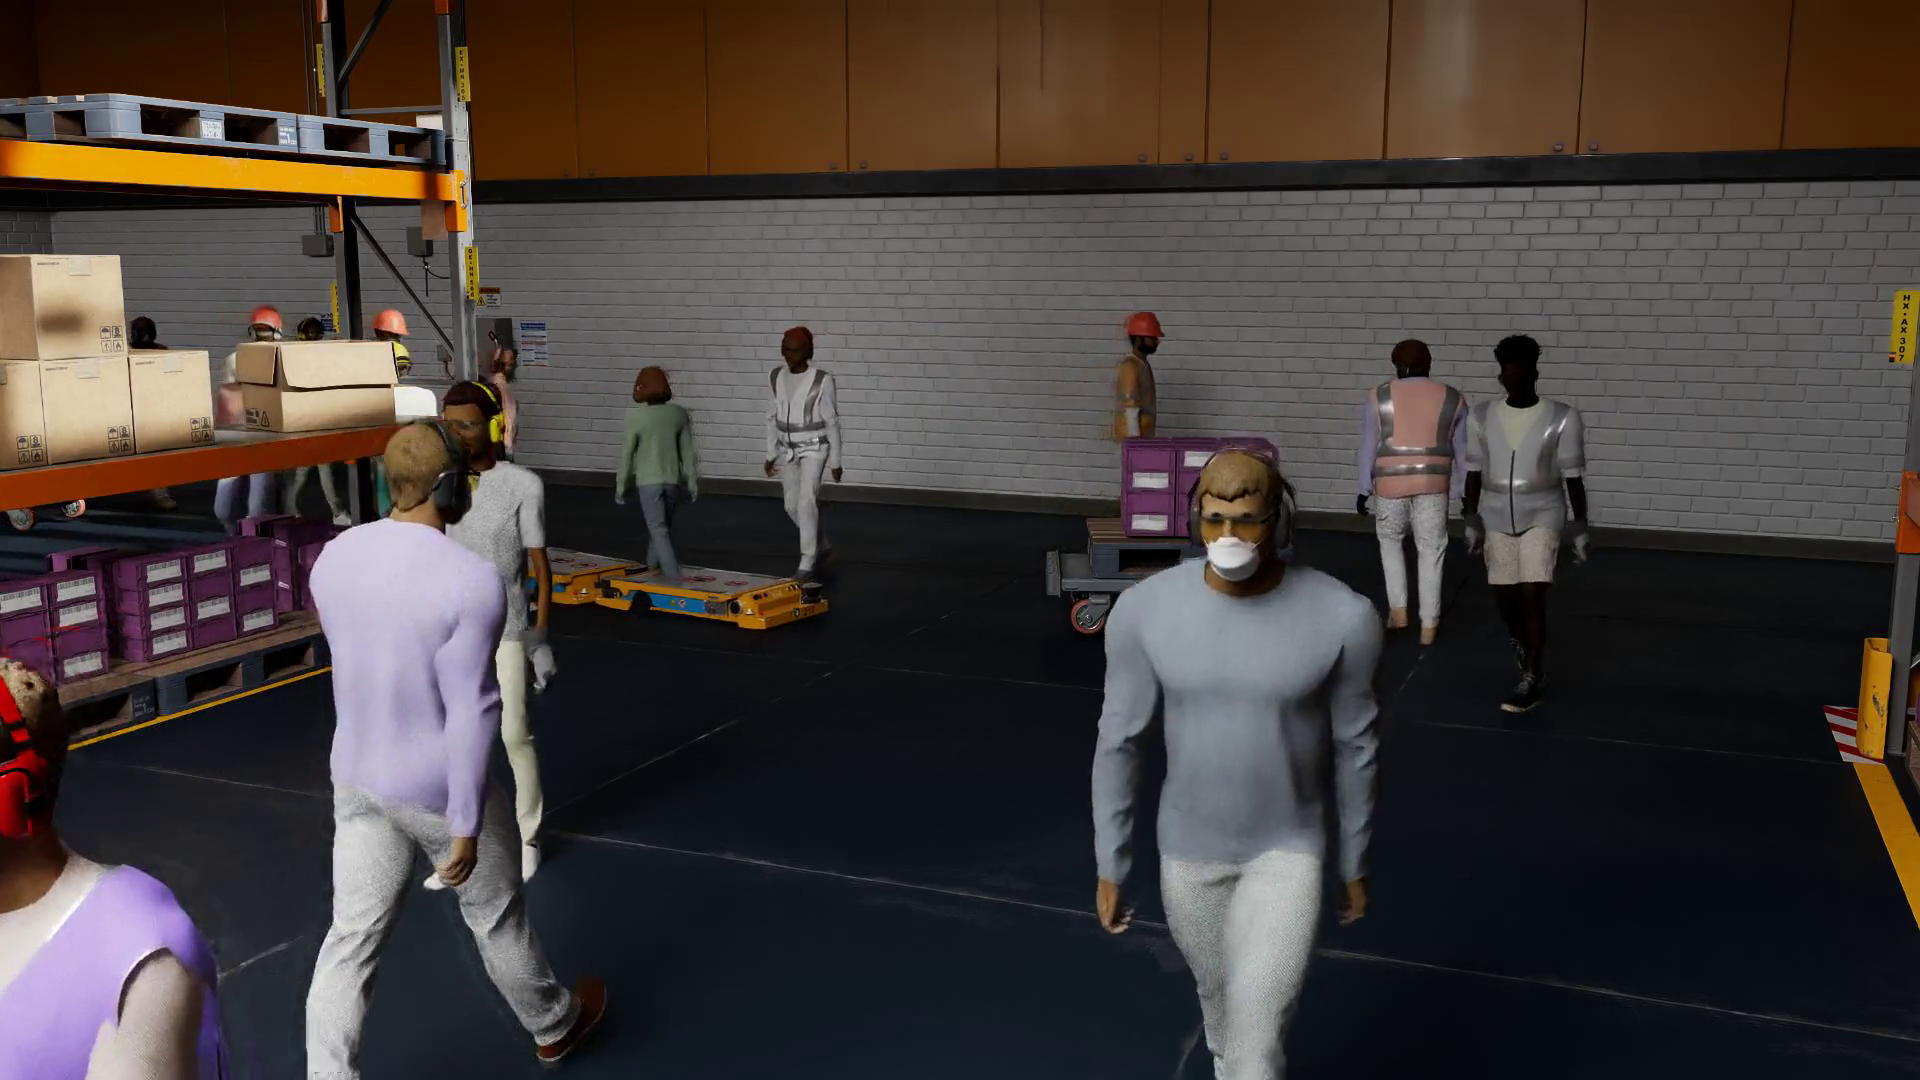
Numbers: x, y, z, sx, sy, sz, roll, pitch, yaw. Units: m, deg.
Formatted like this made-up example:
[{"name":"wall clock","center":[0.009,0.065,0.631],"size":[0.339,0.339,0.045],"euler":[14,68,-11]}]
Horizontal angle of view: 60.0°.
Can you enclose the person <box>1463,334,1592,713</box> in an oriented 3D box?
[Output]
[{"name":"person","center":[2.980,-0.117,8.696],"size":[0.648,1.930,0.801],"euler":[6,11,34]}]

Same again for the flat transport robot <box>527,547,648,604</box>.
[{"name":"flat transport robot","center":[-2.856,0.230,11.600],"size":[1.431,0.197,0.652],"euler":[8,12,39]}]

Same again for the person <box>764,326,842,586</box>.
[{"name":"person","center":[-1.061,-0.612,11.966],"size":[0.598,1.849,0.672],"euler":[6,11,34]}]

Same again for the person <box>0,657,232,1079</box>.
[{"name":"person","center":[-1.189,1.040,2.077],"size":[0.575,1.797,0.963],"euler":[4,10,25]}]

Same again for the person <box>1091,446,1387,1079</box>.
[{"name":"person","center":[0.643,0.708,3.860],"size":[0.642,1.884,1.033],"euler":[3,10,20]}]

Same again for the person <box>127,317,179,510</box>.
[{"name":"person","center":[-7.641,-1.204,15.698],"size":[0.953,1.795,0.644],"euler":[8,12,39]}]

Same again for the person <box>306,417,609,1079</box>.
[{"name":"person","center":[-1.363,0.619,4.356],"size":[0.641,1.878,1.038],"euler":[4,10,23]}]

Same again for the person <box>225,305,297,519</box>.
[{"name":"person","center":[-5.416,-0.842,12.972],"size":[0.627,1.975,0.722],"euler":[-1,9,-9]}]

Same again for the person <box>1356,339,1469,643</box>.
[{"name":"person","center":[2.786,-0.310,10.187],"size":[0.699,1.817,0.675],"euler":[2,10,11]}]

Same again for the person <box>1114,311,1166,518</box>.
[{"name":"person","center":[1.399,-0.794,12.817],"size":[0.404,1.918,0.564],"euler":[3,10,18]}]

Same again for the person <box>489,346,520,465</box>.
[{"name":"person","center":[-3.862,-0.790,13.689],"size":[0.568,1.619,0.544],"euler":[-3,10,-15]}]

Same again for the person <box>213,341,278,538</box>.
[{"name":"person","center":[-5.098,-0.550,11.898],"size":[0.556,1.733,0.371],"euler":[1,9,8]}]

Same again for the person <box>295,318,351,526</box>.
[{"name":"person","center":[-5.703,-1.038,14.641],"size":[0.965,1.826,0.548],"euler":[4,10,22]}]

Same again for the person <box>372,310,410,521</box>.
[{"name":"person","center":[-4.663,-0.914,13.567],"size":[0.556,1.908,0.569],"euler":[4,10,21]}]

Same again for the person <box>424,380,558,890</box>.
[{"name":"person","center":[-1.742,0.347,6.076],"size":[0.532,1.870,0.340],"euler":[2,10,12]}]

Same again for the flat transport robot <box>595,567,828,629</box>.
[{"name":"flat transport robot","center":[-1.626,0.355,10.841],"size":[1.431,0.197,0.652],"euler":[6,11,32]}]

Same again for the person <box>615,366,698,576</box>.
[{"name":"person","center":[-2.082,-0.366,11.199],"size":[0.513,1.589,0.824],"euler":[-9,13,-44]}]

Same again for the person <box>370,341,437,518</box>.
[{"name":"person","center":[-3.826,-0.475,11.387],"size":[0.532,1.760,0.339],"euler":[-7,12,-37]}]
